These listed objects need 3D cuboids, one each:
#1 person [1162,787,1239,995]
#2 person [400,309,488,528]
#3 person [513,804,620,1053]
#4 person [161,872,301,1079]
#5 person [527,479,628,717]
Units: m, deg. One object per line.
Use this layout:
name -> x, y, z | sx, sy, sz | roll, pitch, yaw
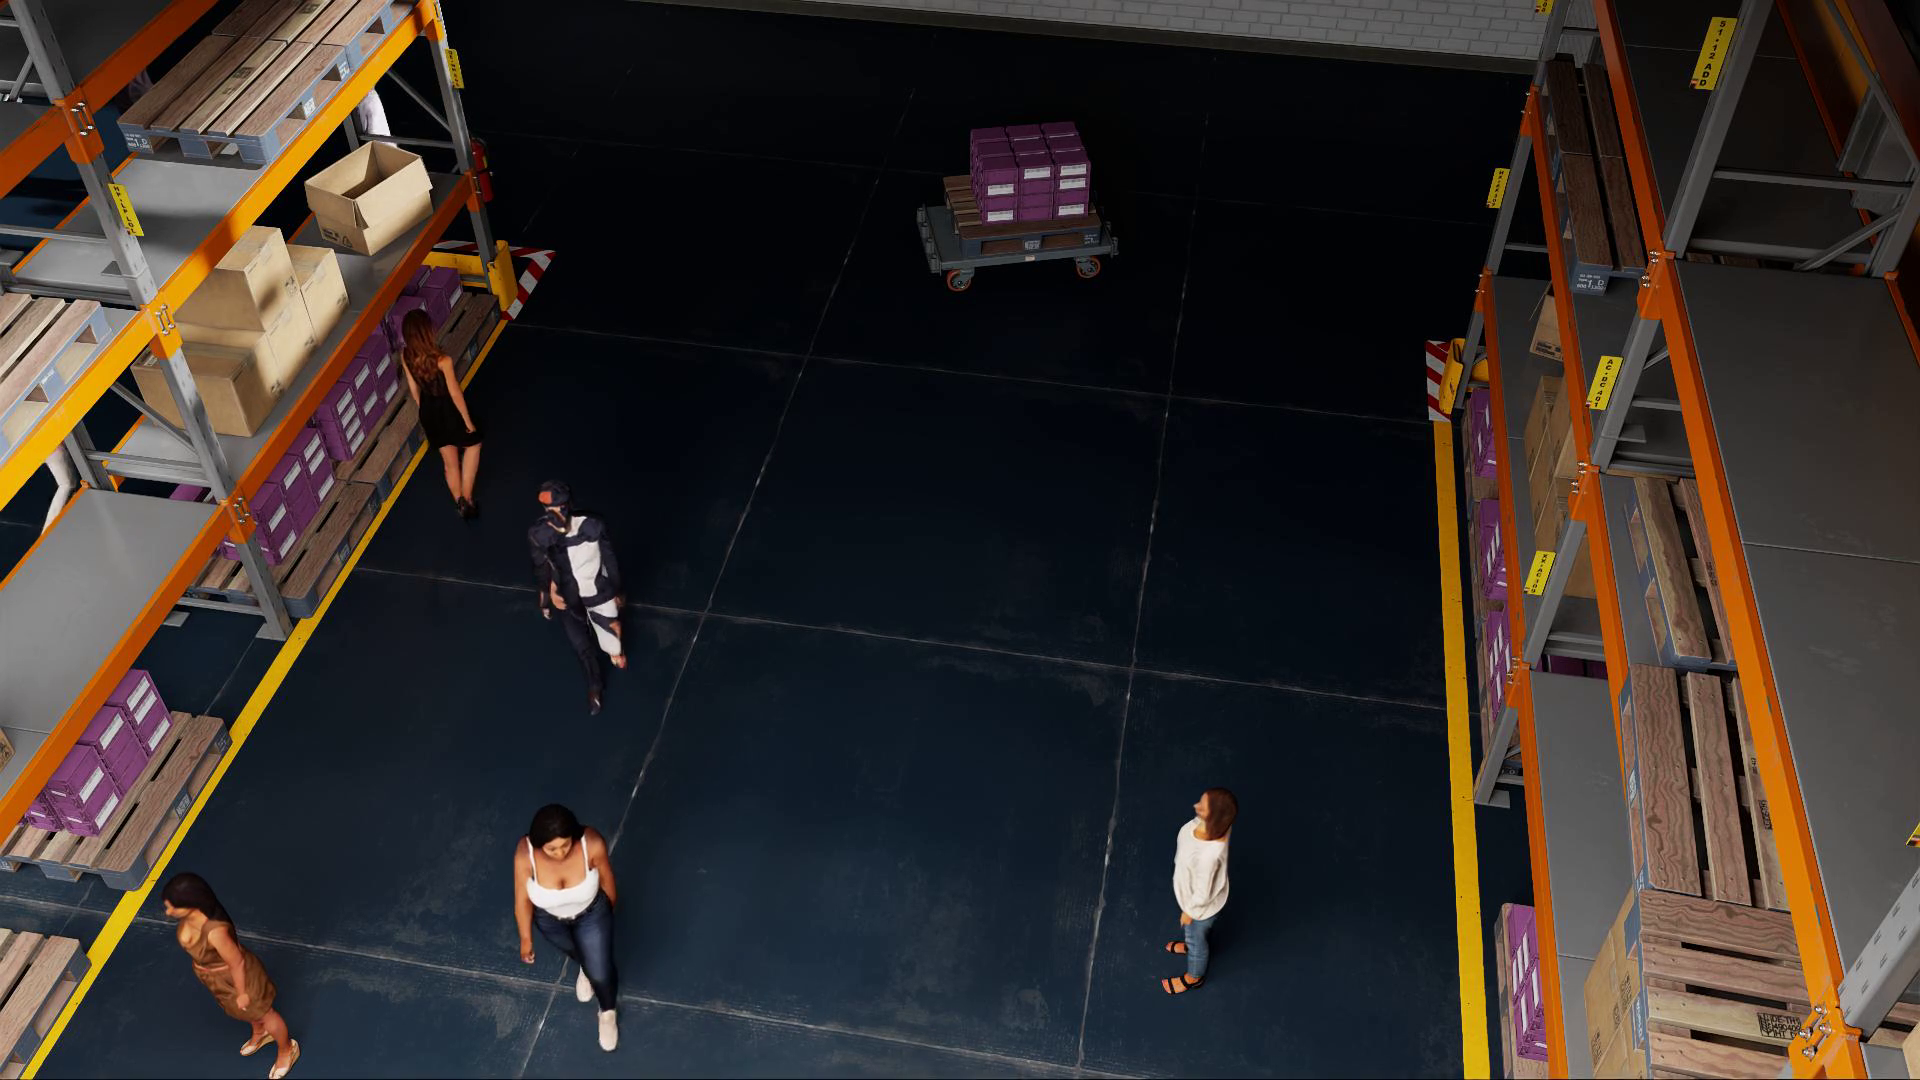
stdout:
person -> 1.314, 1.879, 8.998 | 0.669, 1.682, 0.466 | 8, 44, 8
person -> -3.651, -0.776, 11.684 | 0.612, 1.822, 0.598 | 10, 44, 10
person -> -2.072, 1.899, 8.902 | 0.775, 1.784, 0.918 | -1, 44, -1
person -> -3.779, 2.241, 8.614 | 0.634, 1.687, 0.643 | 28, 50, 26
person -> -2.377, 0.293, 10.520 | 0.828, 1.878, 0.888 | -6, 44, -6
